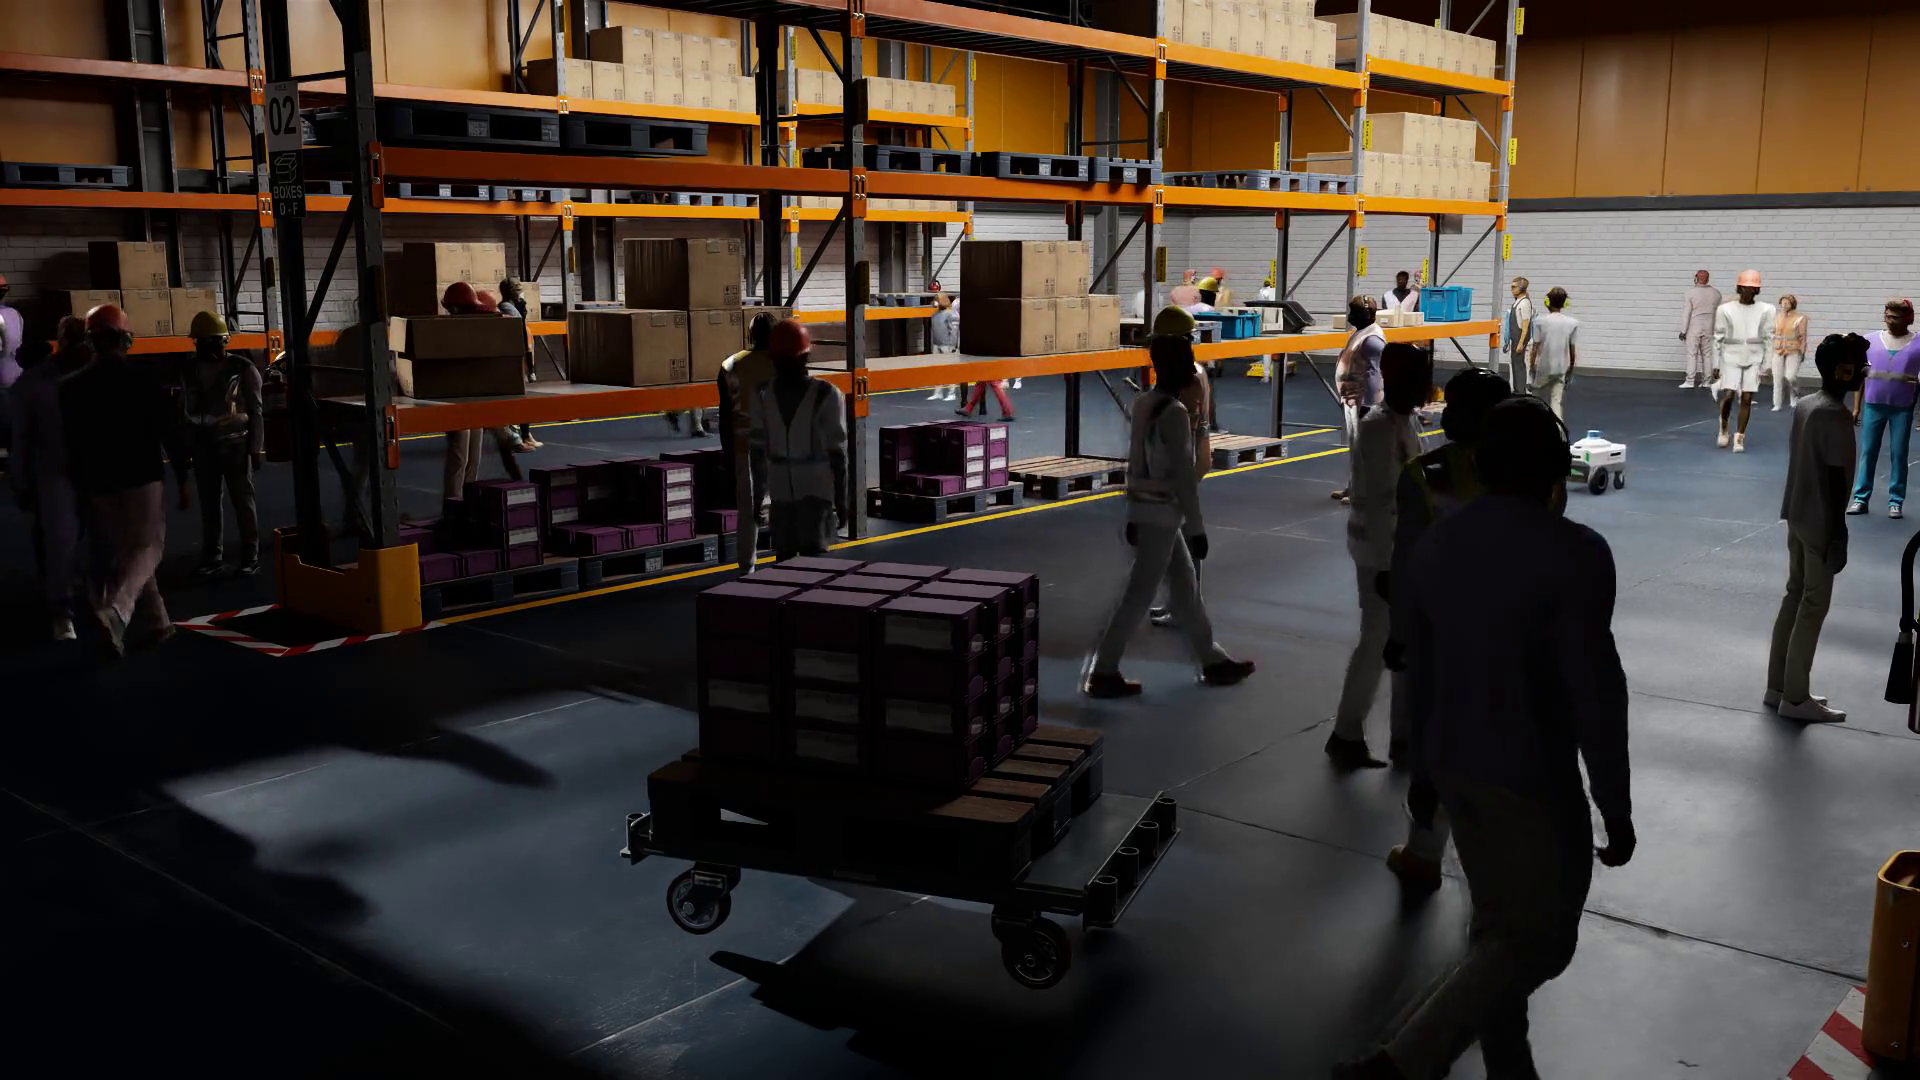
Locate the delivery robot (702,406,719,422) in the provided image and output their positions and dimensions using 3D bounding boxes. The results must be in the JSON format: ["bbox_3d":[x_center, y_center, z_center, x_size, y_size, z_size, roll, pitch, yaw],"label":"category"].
[{"bbox_3d":[-3.006,-1.666,20.556,0.477,0.478,0.707,-2,10,-11],"label":"delivery robot"}]

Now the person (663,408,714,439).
[{"bbox_3d":[-3.218,-2.096,19.691,0.535,1.816,0.596,0,10,-1],"label":"person"}]

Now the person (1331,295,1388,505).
[{"bbox_3d":[3.526,-1.231,14.686,0.429,1.844,0.624,0,10,-1],"label":"person"}]

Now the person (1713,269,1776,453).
[{"bbox_3d":[8.650,-1.969,18.377,0.605,2.029,0.424,4,11,20],"label":"person"}]

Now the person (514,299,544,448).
[{"bbox_3d":[-4.974,-1.879,18.784,0.533,1.697,0.319,9,13,40],"label":"person"}]

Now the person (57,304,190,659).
[{"bbox_3d":[-4.652,-0.321,9.208,0.654,1.952,0.862,-1,10,-5],"label":"person"}]

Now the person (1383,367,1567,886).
[{"bbox_3d":[1.793,0.310,5.901,0.633,1.844,0.429,-2,10,-11],"label":"person"}]

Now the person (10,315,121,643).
[{"bbox_3d":[-5.198,-0.385,9.768,0.671,1.874,0.656,-9,13,-41],"label":"person"}]

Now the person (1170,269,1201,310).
[{"bbox_3d":[3.820,-3.559,27.774,0.639,1.902,0.407,9,13,41],"label":"person"}]

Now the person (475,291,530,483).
[{"bbox_3d":[-4.030,-1.182,14.270,0.549,1.888,0.975,8,13,38],"label":"person"}]

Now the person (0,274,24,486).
[{"bbox_3d":[-9.132,-1.536,15.842,0.389,2.045,0.606,-1,10,-4],"label":"person"}]

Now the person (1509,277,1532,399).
[{"bbox_3d":[8.007,-2.846,23.872,0.331,1.843,0.519,1,10,8],"label":"person"}]

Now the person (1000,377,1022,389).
[{"bbox_3d":[0.822,-3.365,26.756,0.510,1.871,0.328,5,11,28],"label":"person"}]

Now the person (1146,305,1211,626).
[{"bbox_3d":[1.301,-0.440,9.976,0.392,1.919,0.581,0,10,-1],"label":"person"}]

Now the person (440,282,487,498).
[{"bbox_3d":[-3.848,-0.999,12.926,0.381,1.994,0.622,1,10,8],"label":"person"}]

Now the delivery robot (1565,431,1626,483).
[{"bbox_3d":[5.886,-0.776,15.487,0.707,0.478,0.477,-8,13,-39],"label":"delivery robot"}]

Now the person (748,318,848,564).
[{"bbox_3d":[-0.850,-0.283,9.156,0.560,1.902,0.800,3,10,16],"label":"person"}]

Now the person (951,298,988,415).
[{"bbox_3d":[0.153,-2.650,22.499,0.551,1.932,0.377,-1,10,-5],"label":"person"}]

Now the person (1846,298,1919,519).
[{"bbox_3d":[7.811,-1.102,13.960,0.563,1.837,0.388,8,13,39],"label":"person"}]

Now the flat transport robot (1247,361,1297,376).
[{"bbox_3d":[5.538,-3.042,29.464,0.652,0.197,1.431,4,11,20],"label":"flat transport robot"}]

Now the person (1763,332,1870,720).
[{"bbox_3d":[4.132,-0.061,7.997,0.329,1.859,0.503,0,10,3],"label":"person"}]

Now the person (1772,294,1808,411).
[{"bbox_3d":[11.424,-2.585,22.994,0.530,1.623,0.416,9,14,43],"label":"person"}]

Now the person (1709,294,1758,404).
[{"bbox_3d":[11.242,-2.764,24.046,0.620,1.616,0.516,3,10,15],"label":"person"}]

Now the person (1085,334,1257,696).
[{"bbox_3d":[1.063,-0.122,8.416,0.963,1.830,0.590,-1,10,-8],"label":"person"}]

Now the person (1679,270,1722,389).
[{"bbox_3d":[11.873,-3.384,26.756,0.642,1.909,0.399,-1,10,-8],"label":"person"}]

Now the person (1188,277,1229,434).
[{"bbox_3d":[2.946,-2.225,20.154,0.485,1.924,0.624,-4,11,-22],"label":"person"}]

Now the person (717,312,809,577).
[{"bbox_3d":[-1.293,-0.598,11.109,0.625,1.836,0.429,1,10,8],"label":"person"}]

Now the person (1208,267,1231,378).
[{"bbox_3d":[4.406,-3.761,28.858,0.454,1.920,0.575,-7,12,-34],"label":"person"}]

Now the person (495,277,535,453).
[{"bbox_3d":[-4.970,-1.935,18.417,0.373,1.941,0.627,-5,11,-25],"label":"person"}]

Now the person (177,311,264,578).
[{"bbox_3d":[-5.070,-0.648,11.389,0.601,1.830,0.403,1,10,6],"label":"person"}]

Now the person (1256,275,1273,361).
[{"bbox_3d":[5.819,-4.100,31.323,0.532,1.787,0.420,7,12,36],"label":"person"}]

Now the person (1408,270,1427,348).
[{"bbox_3d":[7.455,-3.433,27.035,0.401,1.907,0.648,9,13,41],"label":"person"}]

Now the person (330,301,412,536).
[{"bbox_3d":[-4.633,-1.005,13.218,0.684,1.902,0.842,8,13,39],"label":"person"}]

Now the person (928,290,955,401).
[{"bbox_3d":[-0.262,-2.882,24.687,0.275,1.635,0.506,-8,13,-39],"label":"person"}]

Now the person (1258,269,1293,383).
[{"bbox_3d":[5.283,-3.600,27.896,0.602,1.938,0.403,0,10,1],"label":"person"}]

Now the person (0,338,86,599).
[{"bbox_3d":[-5.892,-0.459,10.725,0.549,1.675,0.369,2,10,11],"label":"person"}]

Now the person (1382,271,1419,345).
[{"bbox_3d":[7.094,-3.398,26.895,0.627,1.898,0.667,2,10,12],"label":"person"}]

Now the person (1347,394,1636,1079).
[{"bbox_3d":[1.262,0.603,4.088,0.709,1.897,0.695,-5,11,-24],"label":"person"}]

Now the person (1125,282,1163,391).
[{"bbox_3d":[2.899,-3.228,25.728,0.482,1.949,0.616,-5,11,-27],"label":"person"}]

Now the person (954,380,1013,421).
[{"bbox_3d":[0.328,-2.405,21.764,0.944,1.697,0.564,5,11,28],"label":"person"}]

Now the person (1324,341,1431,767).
[{"bbox_3d":[1.877,0.088,7.194,0.457,1.872,0.606,7,12,33],"label":"person"}]

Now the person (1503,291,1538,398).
[{"bbox_3d":[8.338,-2.896,24.749,0.513,1.637,0.309,-1,10,-8],"label":"person"}]

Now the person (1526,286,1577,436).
[{"bbox_3d":[6.294,-1.785,17.824,0.549,1.841,0.740,0,10,-2],"label":"person"}]
